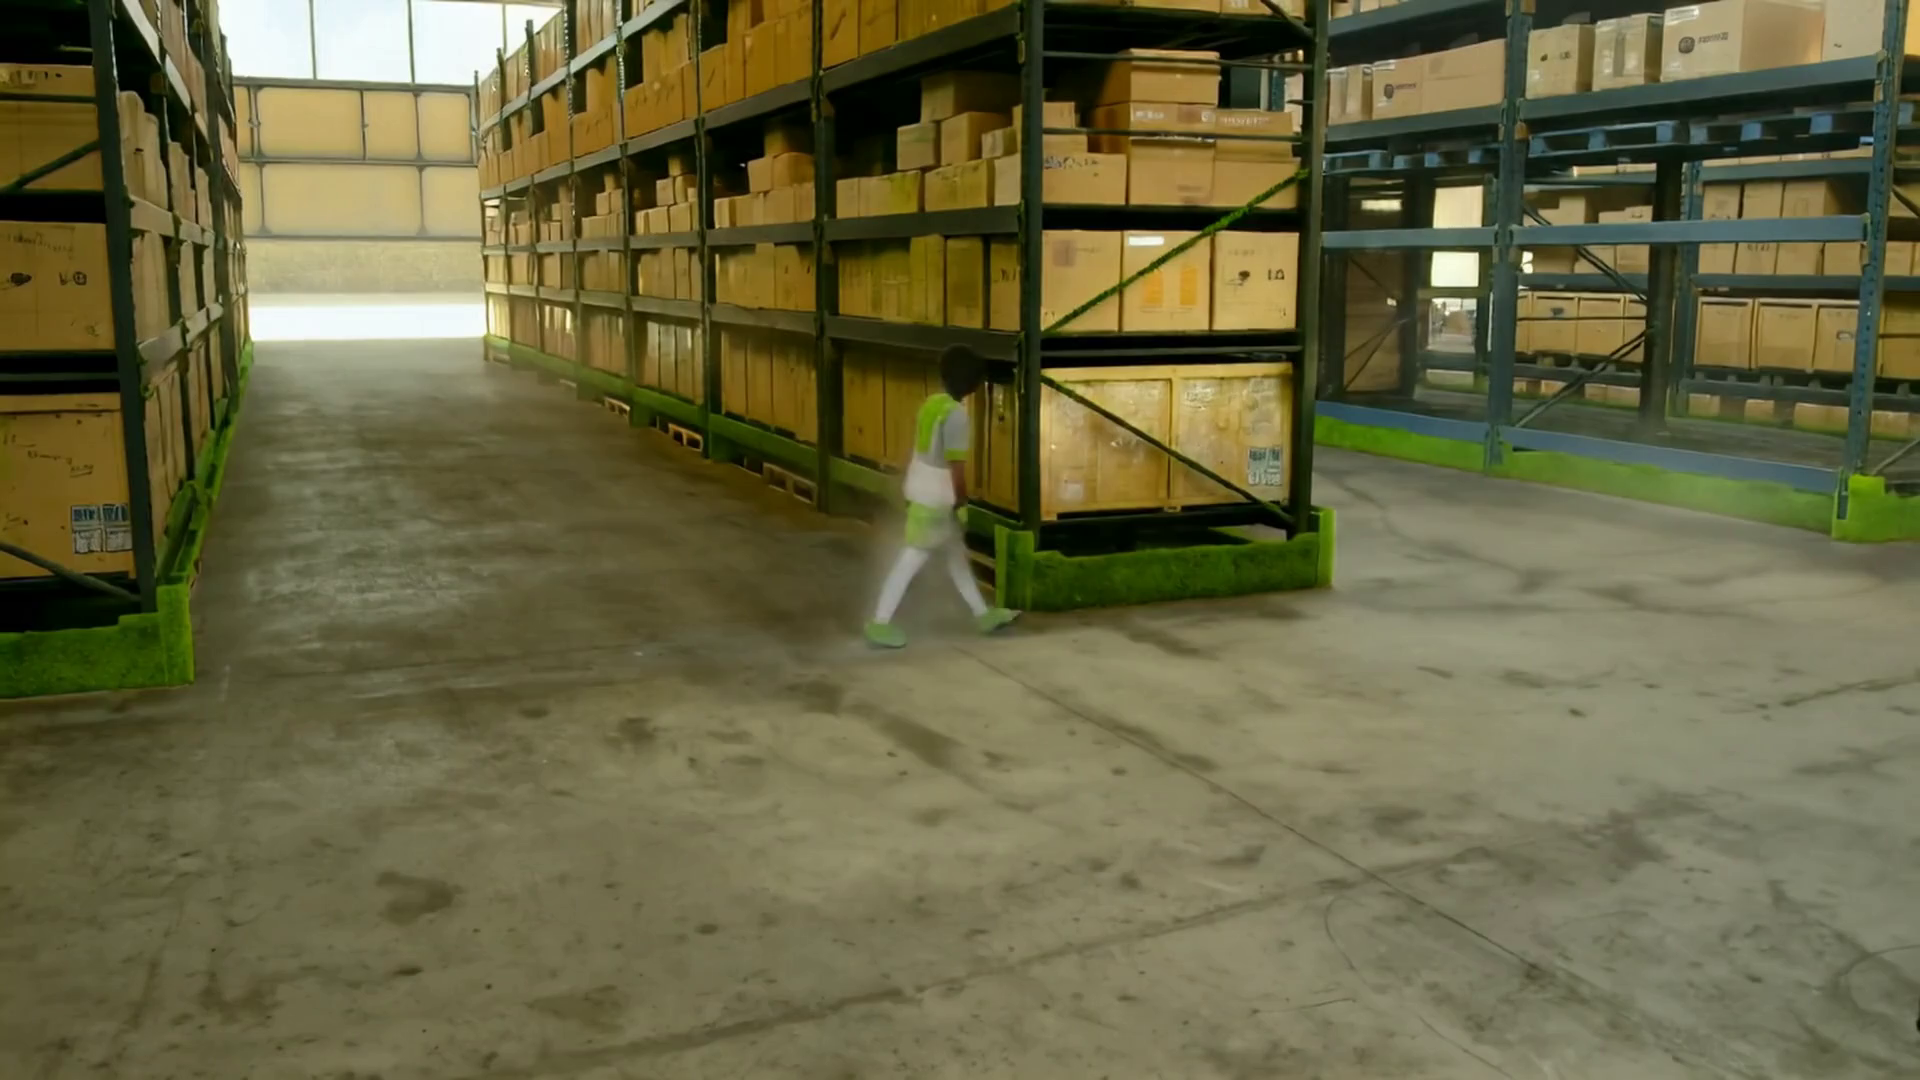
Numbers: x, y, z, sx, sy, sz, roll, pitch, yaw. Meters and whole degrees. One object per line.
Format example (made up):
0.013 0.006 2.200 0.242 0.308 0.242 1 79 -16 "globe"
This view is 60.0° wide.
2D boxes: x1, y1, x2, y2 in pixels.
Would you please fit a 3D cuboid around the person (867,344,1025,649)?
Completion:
-0.089 -0.226 8.912 0.931 1.628 0.538 -2 10 -14 "person"
